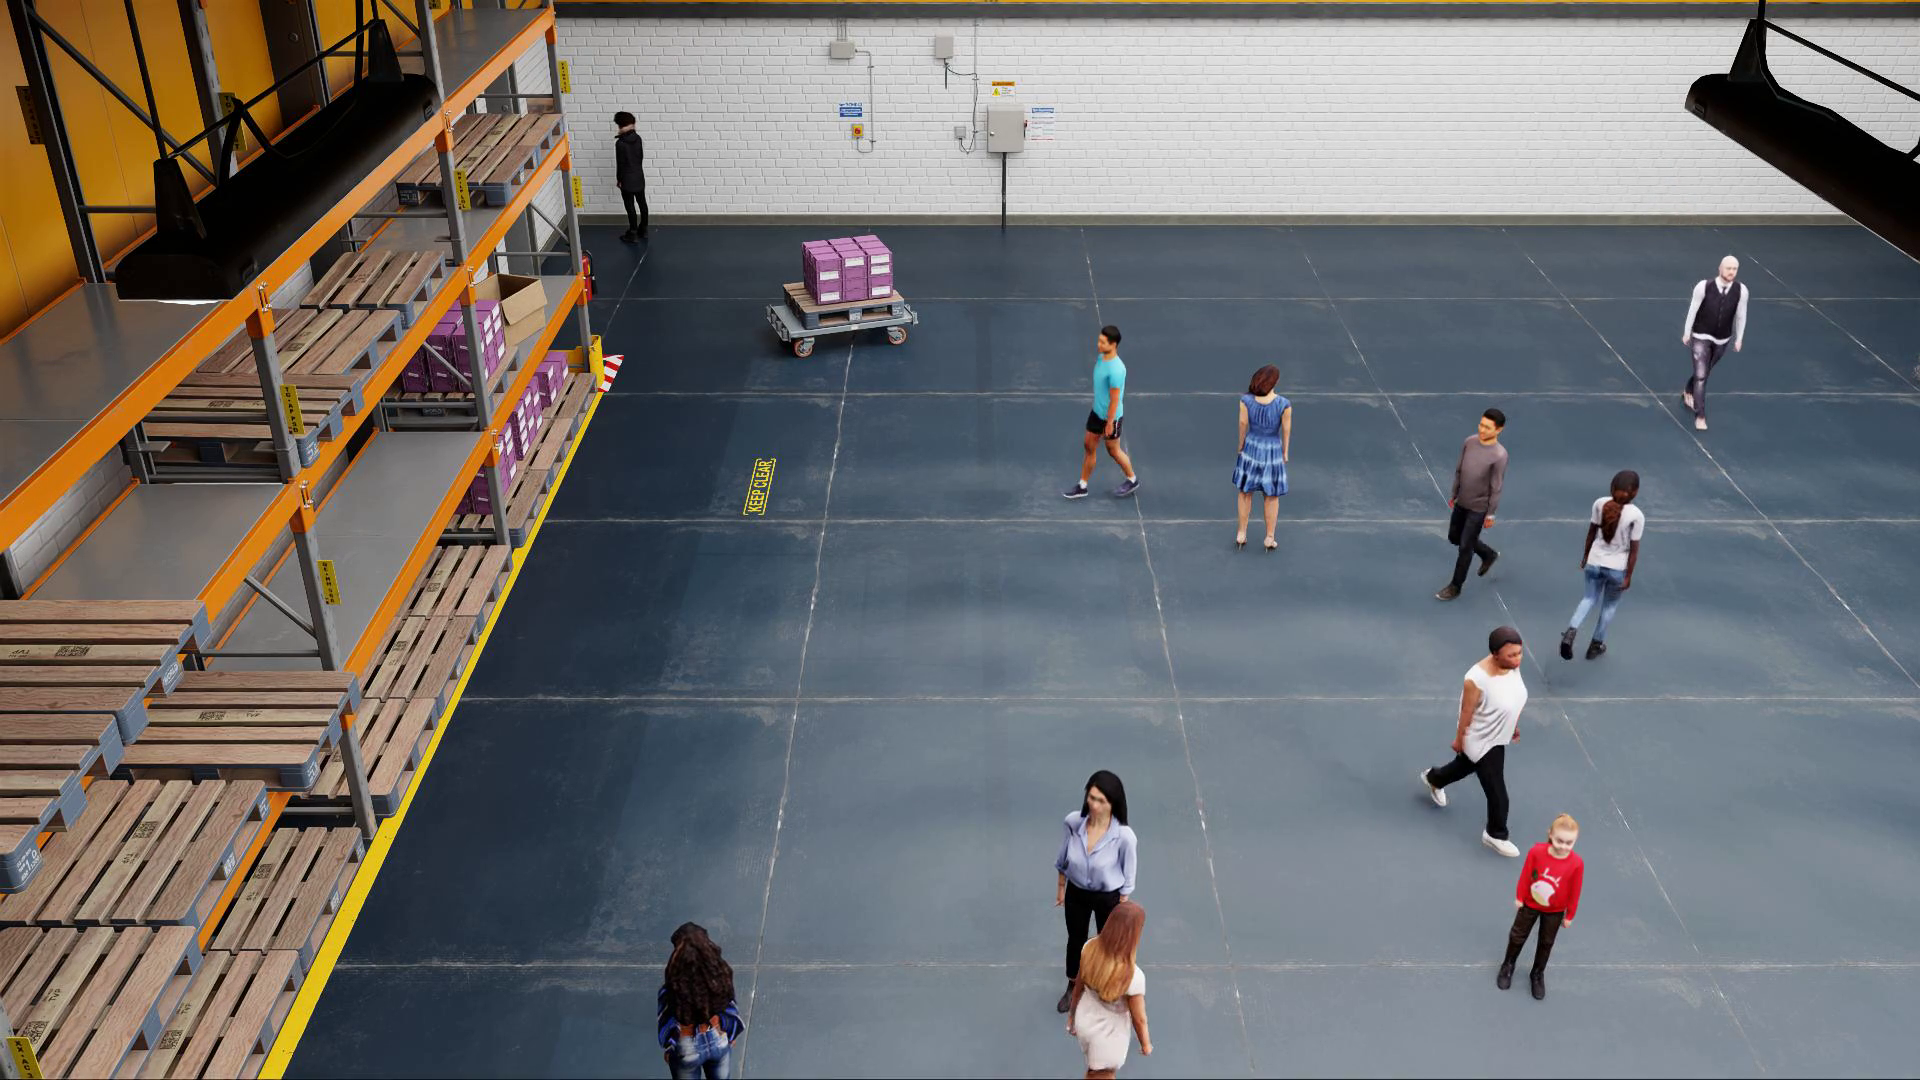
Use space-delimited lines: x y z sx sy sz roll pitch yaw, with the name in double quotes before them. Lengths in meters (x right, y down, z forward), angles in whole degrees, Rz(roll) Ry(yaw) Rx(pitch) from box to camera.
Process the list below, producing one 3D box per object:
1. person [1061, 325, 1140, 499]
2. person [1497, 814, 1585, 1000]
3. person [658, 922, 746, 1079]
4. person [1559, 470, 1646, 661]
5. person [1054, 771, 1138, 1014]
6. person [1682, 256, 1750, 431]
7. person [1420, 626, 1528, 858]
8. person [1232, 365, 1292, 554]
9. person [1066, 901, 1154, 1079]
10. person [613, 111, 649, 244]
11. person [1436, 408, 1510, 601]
"person" 1.475 -1.192 15.797 0.897 1.749 1.030 -9 30 -15
"person" 3.540 2.192 10.082 0.578 1.281 0.591 11 30 19
"person" -1.382 2.683 8.823 0.691 1.625 0.701 -15 32 -25
"person" 5.099 0.257 13.187 0.953 1.704 0.896 -25 37 -38
"person" 0.798 2.097 9.772 0.725 1.744 0.711 13 31 22
"person" 7.866 -2.113 17.464 0.814 1.769 1.275 4 29 7
"person" 3.549 1.289 11.353 1.110 1.649 1.174 -25 38 -38
"person" 2.706 -0.727 14.886 0.743 1.805 0.708 10 30 18
"person" 0.697 2.657 8.831 0.883 1.662 0.839 -21 35 -34
"person" -4.471 -4.951 22.659 0.795 1.776 0.713 18 34 30
"person" 4.444 -0.320 14.191 0.950 1.756 0.978 8 30 14
